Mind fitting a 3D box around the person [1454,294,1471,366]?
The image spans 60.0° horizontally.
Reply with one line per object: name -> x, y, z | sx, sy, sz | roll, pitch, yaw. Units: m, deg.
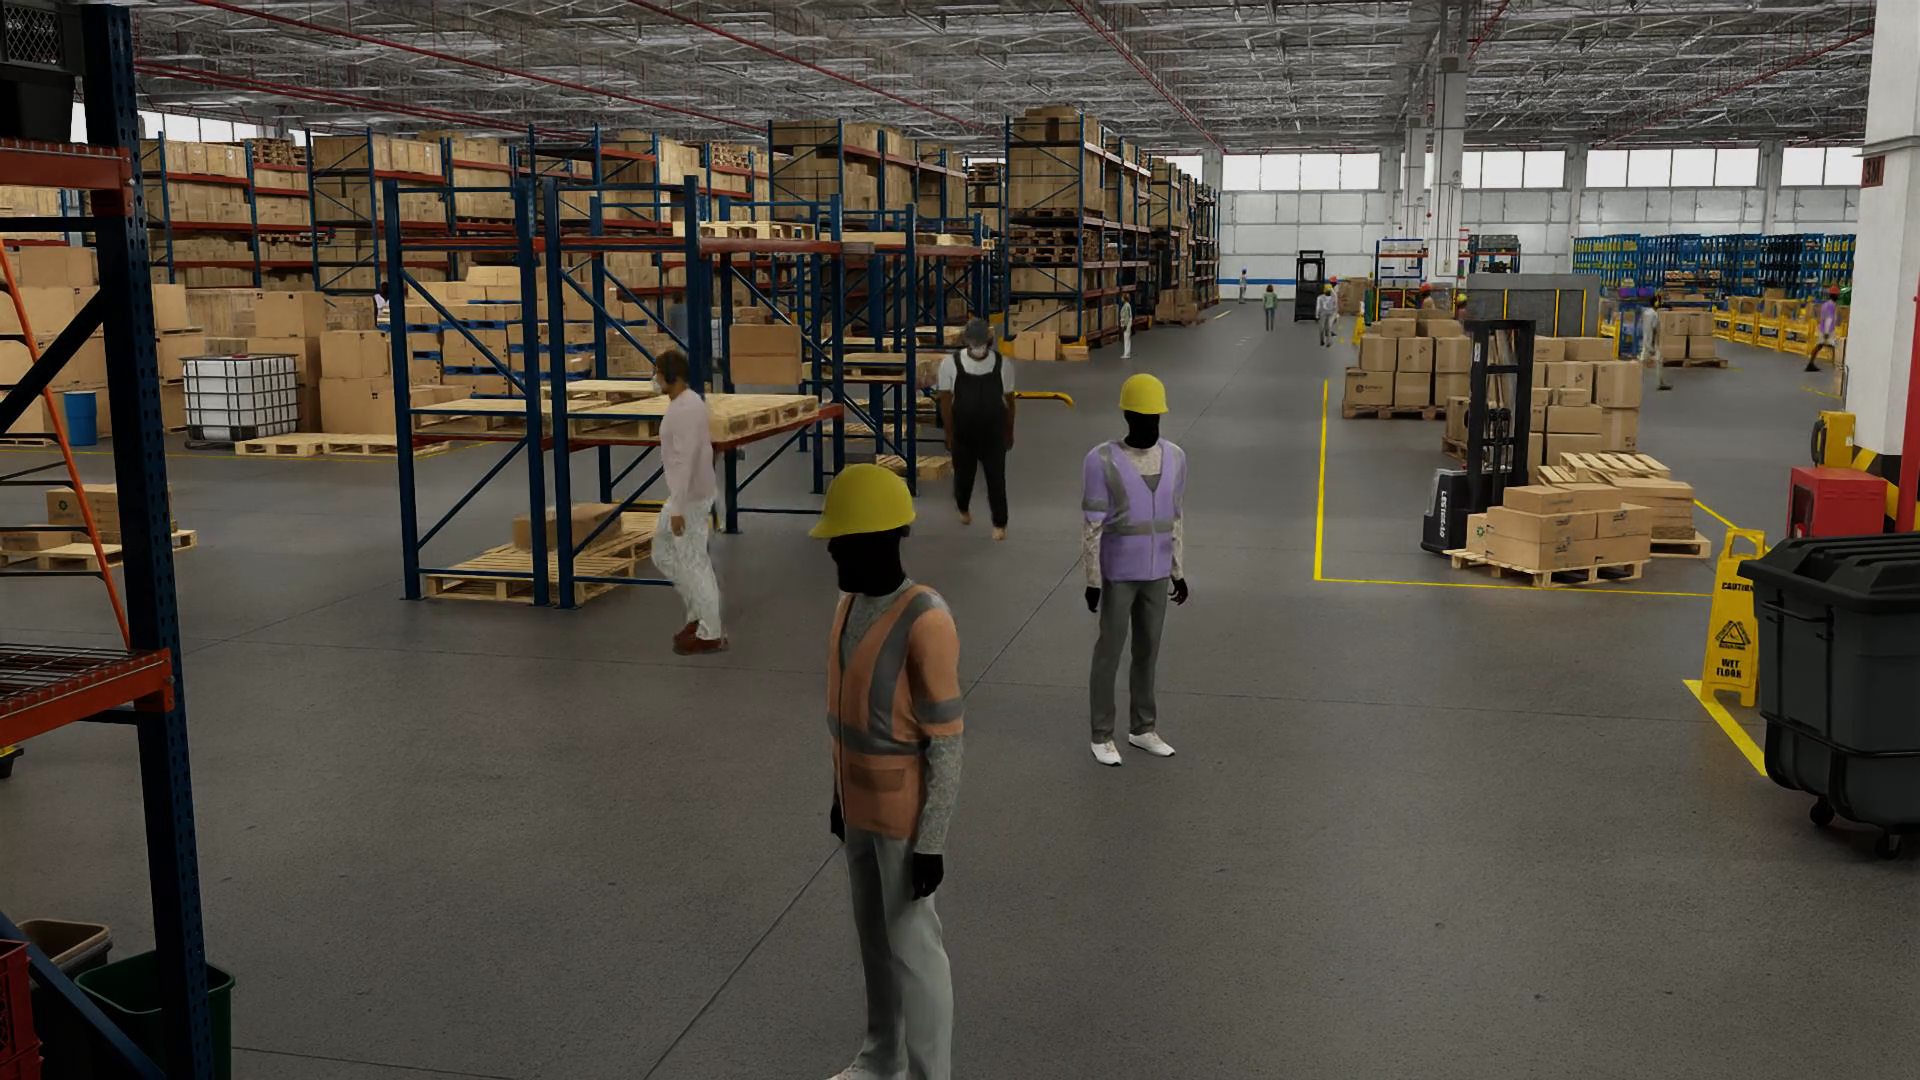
person -> 10.612, -4.302, 35.021 | 0.537, 1.748, 0.535 | 3, 10, 19

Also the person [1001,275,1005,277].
person -> 2.511, -13.877, 91.489 | 0.671, 1.823, 0.490 | 0, 10, -1

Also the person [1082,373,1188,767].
person -> 0.877, 0.142, 8.181 | 0.591, 1.925, 0.385 | -5, 11, -28

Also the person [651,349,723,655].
person -> -1.716, -0.231, 10.424 | 0.486, 1.913, 0.746 | -1, 10, -7

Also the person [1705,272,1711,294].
person -> 38.148, -12.805, 85.196 | 0.577, 1.813, 0.797 | 1, 10, 7

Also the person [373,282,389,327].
person -> -14.498, -5.564, 42.031 | 0.587, 1.911, 0.397 | -5, 11, -27

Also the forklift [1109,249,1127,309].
forklift -> 5.906, -9.299, 61.271 | 1.873, 2.768, 1.129 | 2, 10, 12

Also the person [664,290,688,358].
person -> -5.298, -3.727, 31.172 | 0.910, 1.898, 0.667 | 8, 13, 40

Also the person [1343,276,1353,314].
person -> 17.461, -11.048, 75.040 | 0.526, 1.726, 0.567 | 4, 10, 20

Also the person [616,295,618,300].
person -> -8.506, -5.255, 41.041 | 0.531, 1.629, 0.343 | -2, 10, -13

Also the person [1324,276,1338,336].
person -> 12.000, -7.548, 53.691 | 0.371, 1.935, 0.551 | 6, 11, 32

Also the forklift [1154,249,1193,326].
forklift -> 7.646, -9.320, 61.395 | 1.873, 2.768, 1.129 | 2, 10, 11

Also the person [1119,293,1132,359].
person -> 4.133, -5.329, 41.421 | 0.310, 1.642, 0.514 | 1, 10, 5

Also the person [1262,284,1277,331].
person -> 10.714, -8.036, 57.500 | 0.503, 1.618, 0.401 | 1, 10, 9

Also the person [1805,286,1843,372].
person -> 19.094, -4.610, 36.446 | 0.978, 1.882, 0.567 | 2, 10, 14

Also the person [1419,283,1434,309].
person -> 10.810, -4.983, 38.538 | 0.471, 1.921, 0.550 | 4, 10, 23

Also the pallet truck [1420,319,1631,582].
pallet truck -> 4.543, -0.757, 13.299 | 0.823, 1.965, 1.885 | -4, 10, -22

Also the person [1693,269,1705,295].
person -> 35.456, -11.988, 79.812 | 0.611, 1.995, 0.375 | 0, 10, -3

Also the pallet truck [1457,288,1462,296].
pallet truck -> 20.506, -9.785, 68.819 | 0.653, 1.274, 1.630 | 2, 10, 12

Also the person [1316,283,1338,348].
person -> 10.306, -6.308, 46.707 | 0.605, 1.812, 0.625 | 1, 10, 6

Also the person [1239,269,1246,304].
person -> 15.627, -13.982, 91.792 | 0.415, 1.940, 0.615 | -3, 10, -17

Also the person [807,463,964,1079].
person -> -0.222, 0.739, 4.656 | 0.385, 1.922, 0.594 | -5, 11, -29

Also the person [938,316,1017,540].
person -> 0.158, -1.031, 14.795 | 0.698, 2.000, 0.744 | -1, 10, -4

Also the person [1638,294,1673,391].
person -> 12.979, -3.710, 31.310 | 0.953, 1.832, 0.535 | -1, 10, -7

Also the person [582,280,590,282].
person -> -8.868, -5.234, 39.849 | 0.541, 1.983, 0.634 | -3, 10, -17

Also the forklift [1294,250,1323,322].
forklift -> 13.778, -10.002, 65.433 | 1.129, 2.768, 1.873 | 2, 10, 12
